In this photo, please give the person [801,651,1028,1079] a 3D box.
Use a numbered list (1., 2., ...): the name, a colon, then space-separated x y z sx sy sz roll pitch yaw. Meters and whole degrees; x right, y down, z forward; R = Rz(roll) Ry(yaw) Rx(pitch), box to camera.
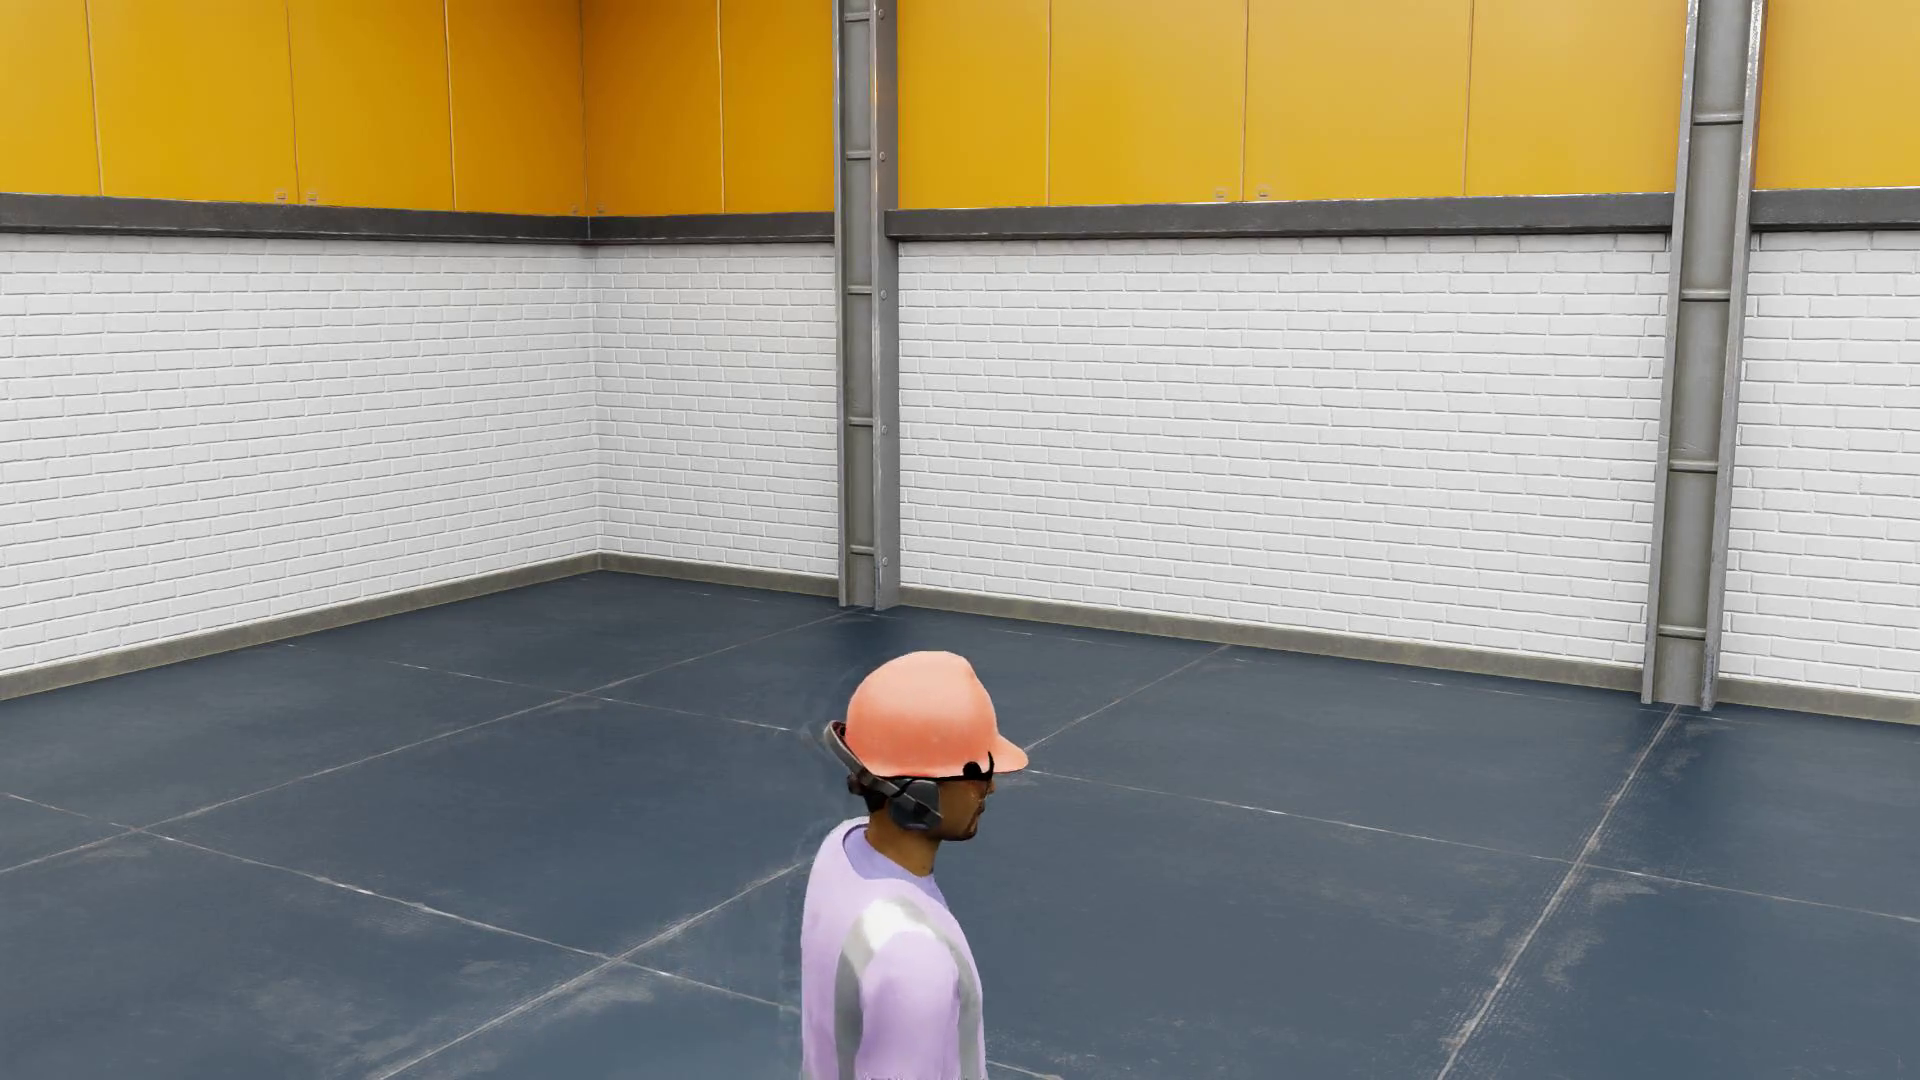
1. person: -0.182 1.180 2.952 0.860 2.016 0.613 -3 10 -17
